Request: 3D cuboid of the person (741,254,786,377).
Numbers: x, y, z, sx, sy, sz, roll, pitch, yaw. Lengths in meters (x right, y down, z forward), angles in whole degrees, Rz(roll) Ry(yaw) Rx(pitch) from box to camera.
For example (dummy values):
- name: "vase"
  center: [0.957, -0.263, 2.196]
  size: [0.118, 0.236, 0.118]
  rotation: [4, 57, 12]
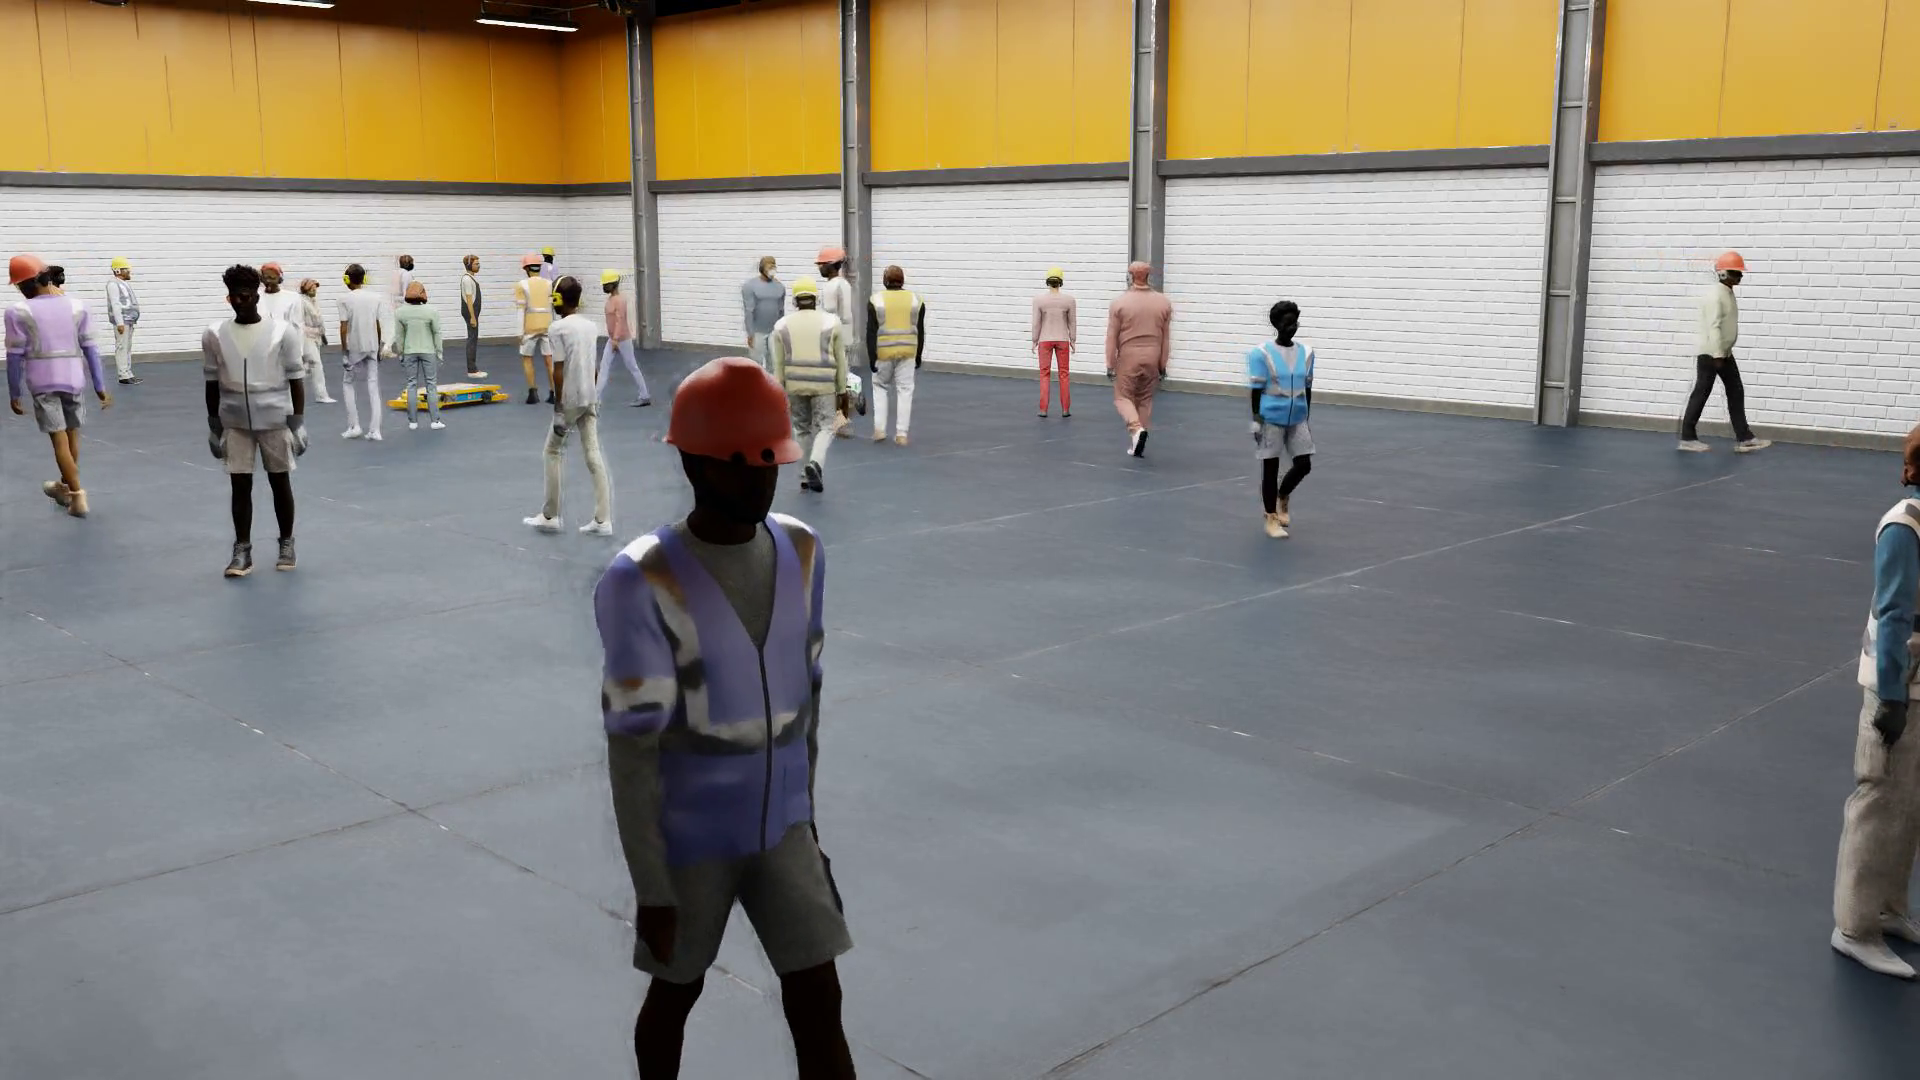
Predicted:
- name: "person"
  center: [-2.428, -2.545, 20.395]
  size: [0.618, 1.912, 0.798]
  rotation: [-7, 13, -34]

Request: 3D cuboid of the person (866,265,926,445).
- name: "person"
  center: [-0.666, -1.893, 17.048]
  size: [0.629, 1.824, 0.602]
  rotation: [-2, 11, -12]

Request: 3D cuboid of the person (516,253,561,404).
- name: "person"
  center: [-5.345, -2.675, 21.101]
  size: [0.579, 1.910, 0.489]
  rotation: [-6, 12, -30]

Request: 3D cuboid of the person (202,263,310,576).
- name: "person"
  center: [-4.455, -0.761, 10.512]
  size: [0.615, 1.962, 0.375]
  rotation: [-2, 11, -9]

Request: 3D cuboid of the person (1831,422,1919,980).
- name: "person"
  center: [2.789, 0.438, 4.854]
  size: [0.522, 1.638, 0.310]
  rotation: [-9, 14, -41]

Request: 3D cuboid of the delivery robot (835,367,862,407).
- name: "delivery robot"
  center: [-1.368, -1.835, 19.948]
  size: [0.477, 0.478, 0.707]
  rotation: [0, 10, 0]

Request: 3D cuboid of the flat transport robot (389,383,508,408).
- name: "flat transport robot"
  center: [-6.412, -1.819, 20.895]
  size: [0.652, 0.197, 1.431]
  rotation: [5, 12, 25]

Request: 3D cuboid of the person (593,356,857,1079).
- name: "person"
  center: [-0.411, 0.591, 3.320]
  size: [0.574, 1.886, 0.971]
  rotation: [-9, 14, -41]

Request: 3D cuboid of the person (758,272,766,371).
- name: "person"
  center: [-2.750, -2.983, 23.541]
  size: [0.287, 1.629, 0.504]
  rotation: [10, 14, 42]

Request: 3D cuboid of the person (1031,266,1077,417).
- name: "person"
  center: [1.100, -2.319, 19.540]
  size: [0.535, 1.767, 0.316]
  rotation: [-1, 10, -3]

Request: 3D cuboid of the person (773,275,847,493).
- name: "person"
  center: [-1.237, -1.257, 13.621]
  size: [0.604, 1.810, 0.614]
  rotation: [1, 10, 7]

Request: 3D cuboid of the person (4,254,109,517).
- name: "person"
  center: [-6.987, -1.183, 12.760]
  size: [1.000, 1.980, 0.656]
  rotation: [8, 13, 39]

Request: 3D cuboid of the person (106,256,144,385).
- name: "person"
  center: [-11.927, -3.125, 23.750]
  size: [0.403, 1.835, 0.586]
  rotation: [-2, 11, -13]

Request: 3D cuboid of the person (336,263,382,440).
- name: "person"
  center: [-6.286, -1.970, 17.432]
  size: [0.523, 1.845, 0.677]
  rotation: [-9, 14, -42]

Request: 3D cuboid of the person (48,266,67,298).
- name: "person"
  center: [-13.130, -3.141, 24.236]
  size: [0.321, 1.688, 0.530]
  rotation: [-4, 11, -21]

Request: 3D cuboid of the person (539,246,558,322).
- name: "person"
  center: [-8.017, -4.753, 32.411]
  size: [0.581, 1.919, 0.391]
  rotation: [6, 12, 31]

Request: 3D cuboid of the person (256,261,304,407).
- name: "person"
  center: [-7.079, -1.943, 17.224]
  size: [0.577, 1.866, 0.408]
  rotation: [-1, 10, -7]

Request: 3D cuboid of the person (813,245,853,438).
- name: "person"
  center: [-1.337, -2.055, 17.384]
  size: [0.431, 2.026, 0.623]
  rotation: [3, 11, 16]

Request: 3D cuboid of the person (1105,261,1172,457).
- name: "person"
  center: [1.706, -1.699, 15.832]
  size: [0.654, 1.890, 0.645]
  rotation: [-3, 11, -16]

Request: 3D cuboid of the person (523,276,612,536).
- name: "person"
  center: [-2.822, -0.956, 11.891]
  size: [0.860, 1.835, 0.548]
  rotation: [6, 12, 30]

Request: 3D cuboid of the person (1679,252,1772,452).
- name: "person"
  center: [7.547, -1.815, 16.259]
  size: [0.924, 1.954, 0.649]
  rotation: [10, 14, 43]

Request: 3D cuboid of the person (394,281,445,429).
- name: "person"
  center: [-5.944, -2.028, 18.311]
  size: [0.499, 1.634, 0.288]
  rotation: [-1, 10, -6]

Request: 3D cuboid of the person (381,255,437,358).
- name: "person"
  center: [-9.707, -4.081, 29.096]
  size: [0.972, 1.799, 0.625]
  rotation: [-9, 14, -41]

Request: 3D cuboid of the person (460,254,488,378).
- name: "person"
  center: [-7.290, -3.344, 24.911]
  size: [0.338, 1.845, 0.514]
  rotation: [-3, 11, -14]

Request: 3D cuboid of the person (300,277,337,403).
- name: "person"
  center: [-8.324, -2.532, 21.115]
  size: [0.670, 1.606, 0.548]
  rotation: [0, 10, 2]

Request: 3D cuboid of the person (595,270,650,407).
- name: "person"
  center: [-4.269, -2.472, 20.516]
  size: [0.947, 1.700, 0.535]
  rotation: [-7, 12, -33]

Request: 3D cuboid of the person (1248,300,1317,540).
- name: "person"
  center: [2.258, -0.843, 11.706]
  size: [0.541, 1.682, 0.393]
  rotation: [-3, 11, -16]
